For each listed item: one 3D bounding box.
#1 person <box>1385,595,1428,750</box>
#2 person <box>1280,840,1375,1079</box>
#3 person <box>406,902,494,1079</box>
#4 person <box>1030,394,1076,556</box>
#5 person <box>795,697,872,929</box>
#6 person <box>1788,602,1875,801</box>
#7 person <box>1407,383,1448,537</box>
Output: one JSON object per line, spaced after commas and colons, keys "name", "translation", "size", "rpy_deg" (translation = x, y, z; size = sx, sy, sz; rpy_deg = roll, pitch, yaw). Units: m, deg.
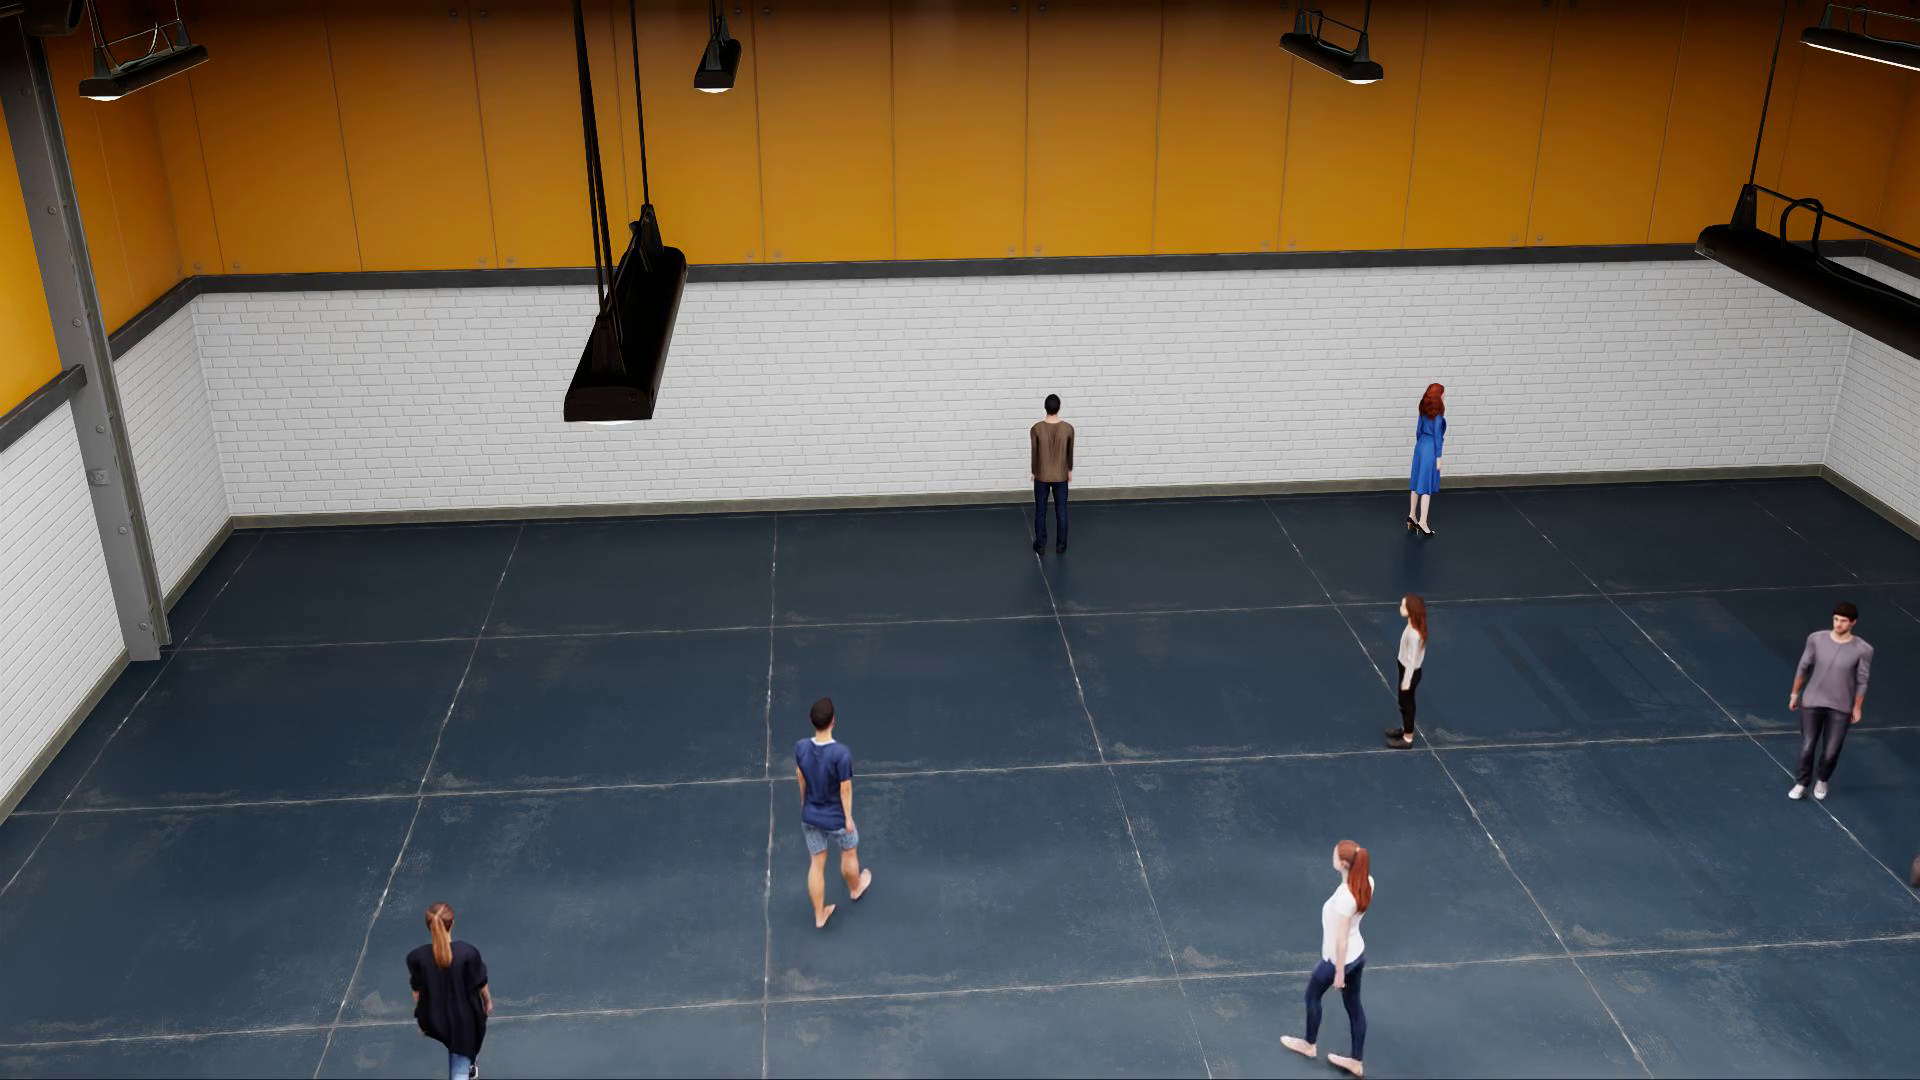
{"name": "person", "translation": [4.031, 1.177, 14.869], "size": [0.671, 1.481, 0.521], "rpy_deg": [5, 24, 11]}
{"name": "person", "translation": [2.603, 2.787, 10.897], "size": [0.927, 1.712, 0.865], "rpy_deg": [19, 30, 37]}
{"name": "person", "translation": [-3.178, 3.056, 10.378], "size": [0.635, 1.635, 1.076], "rpy_deg": [-2, 24, -4]}
{"name": "person", "translation": [1.031, -0.741, 18.750], "size": [0.646, 1.888, 0.557], "rpy_deg": [-1, 24, -3]}
{"name": "person", "translation": [-1.024, 2.079, 12.379], "size": [0.870, 1.823, 1.028], "rpy_deg": [8, 25, 19]}
{"name": "person", "translation": [7.345, 1.349, 14.033], "size": [0.814, 1.837, 0.877], "rpy_deg": [19, 30, 37]}
{"name": "person", "translation": [5.415, -0.943, 19.286], "size": [0.713, 1.829, 0.566], "rpy_deg": [-6, 24, -14]}
